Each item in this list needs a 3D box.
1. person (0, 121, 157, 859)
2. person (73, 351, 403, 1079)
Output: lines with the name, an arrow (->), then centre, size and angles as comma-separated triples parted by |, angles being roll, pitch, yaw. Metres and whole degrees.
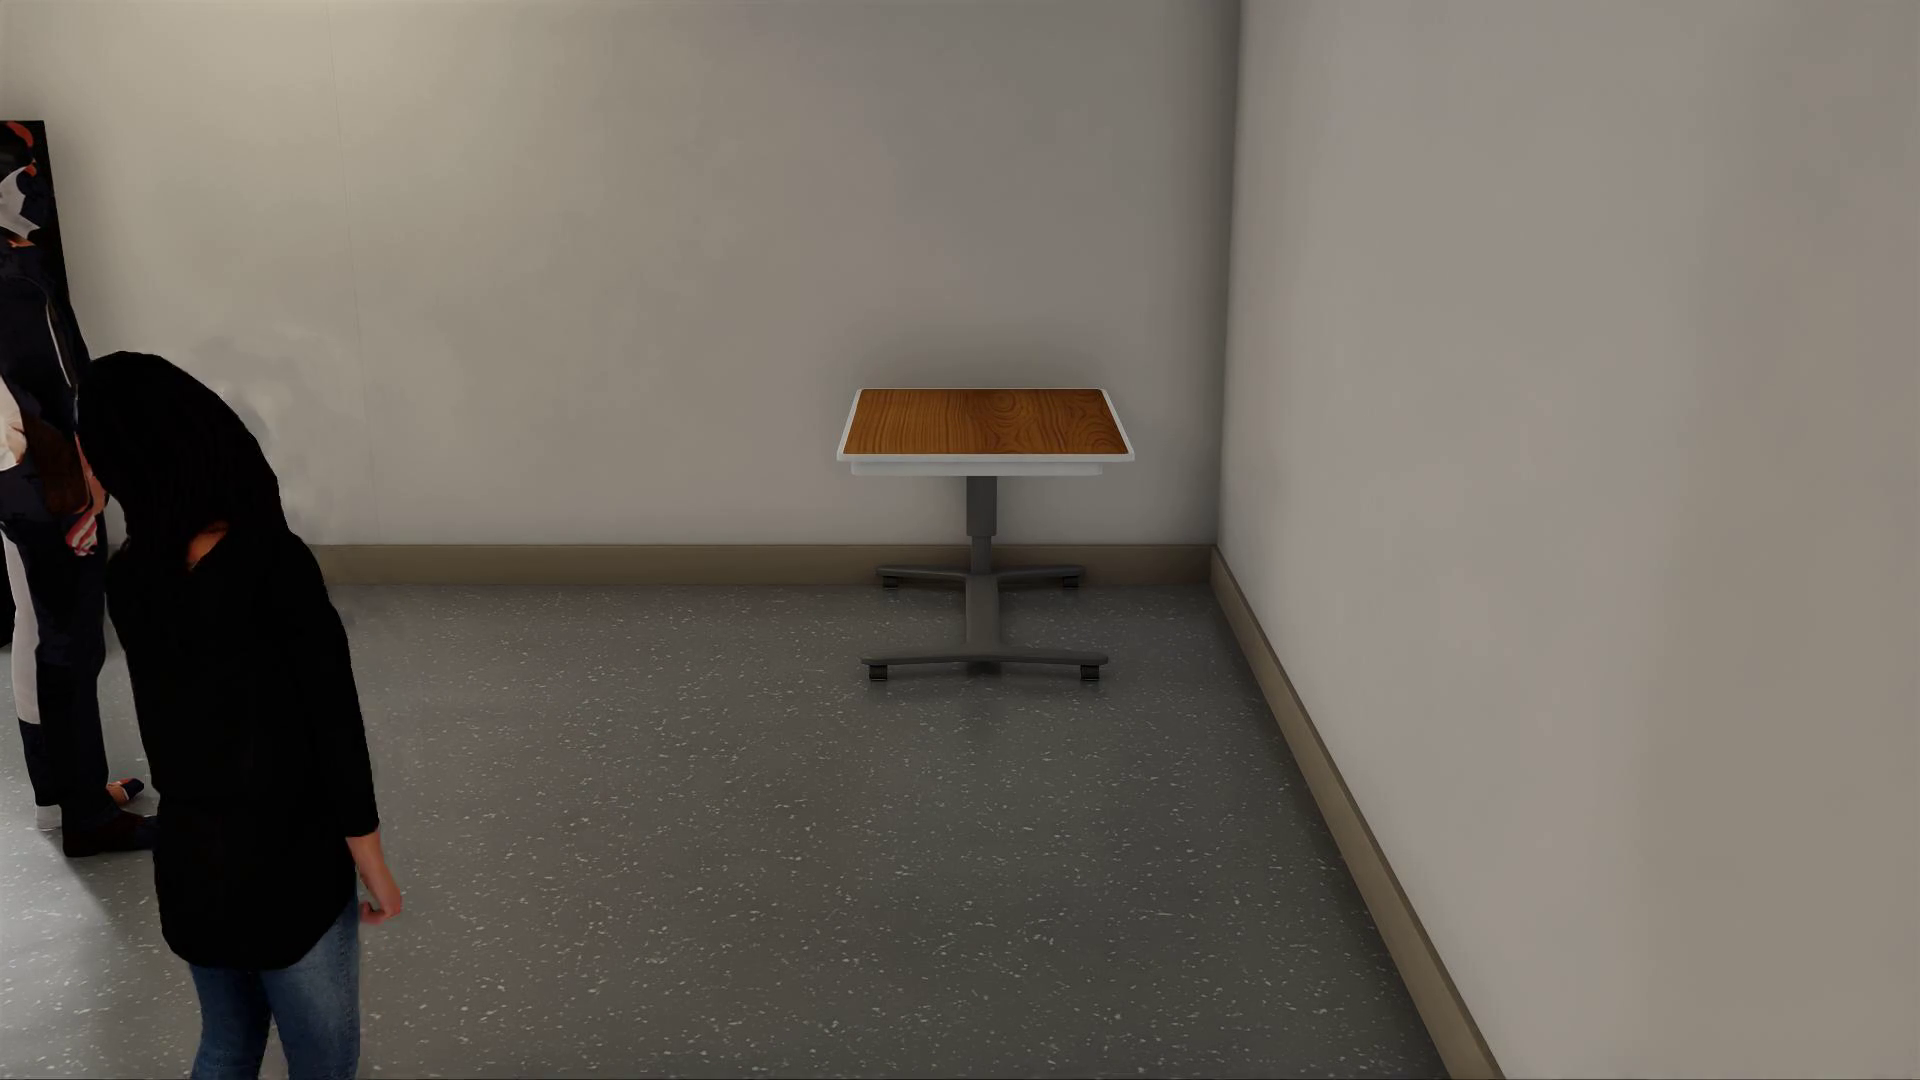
person -> -2.385, -0.117, 4.319 | 0.809, 1.893, 0.767 | -13, 20, -38
person -> -1.071, 0.515, 2.602 | 0.675, 1.610, 0.799 | 14, 21, 40
